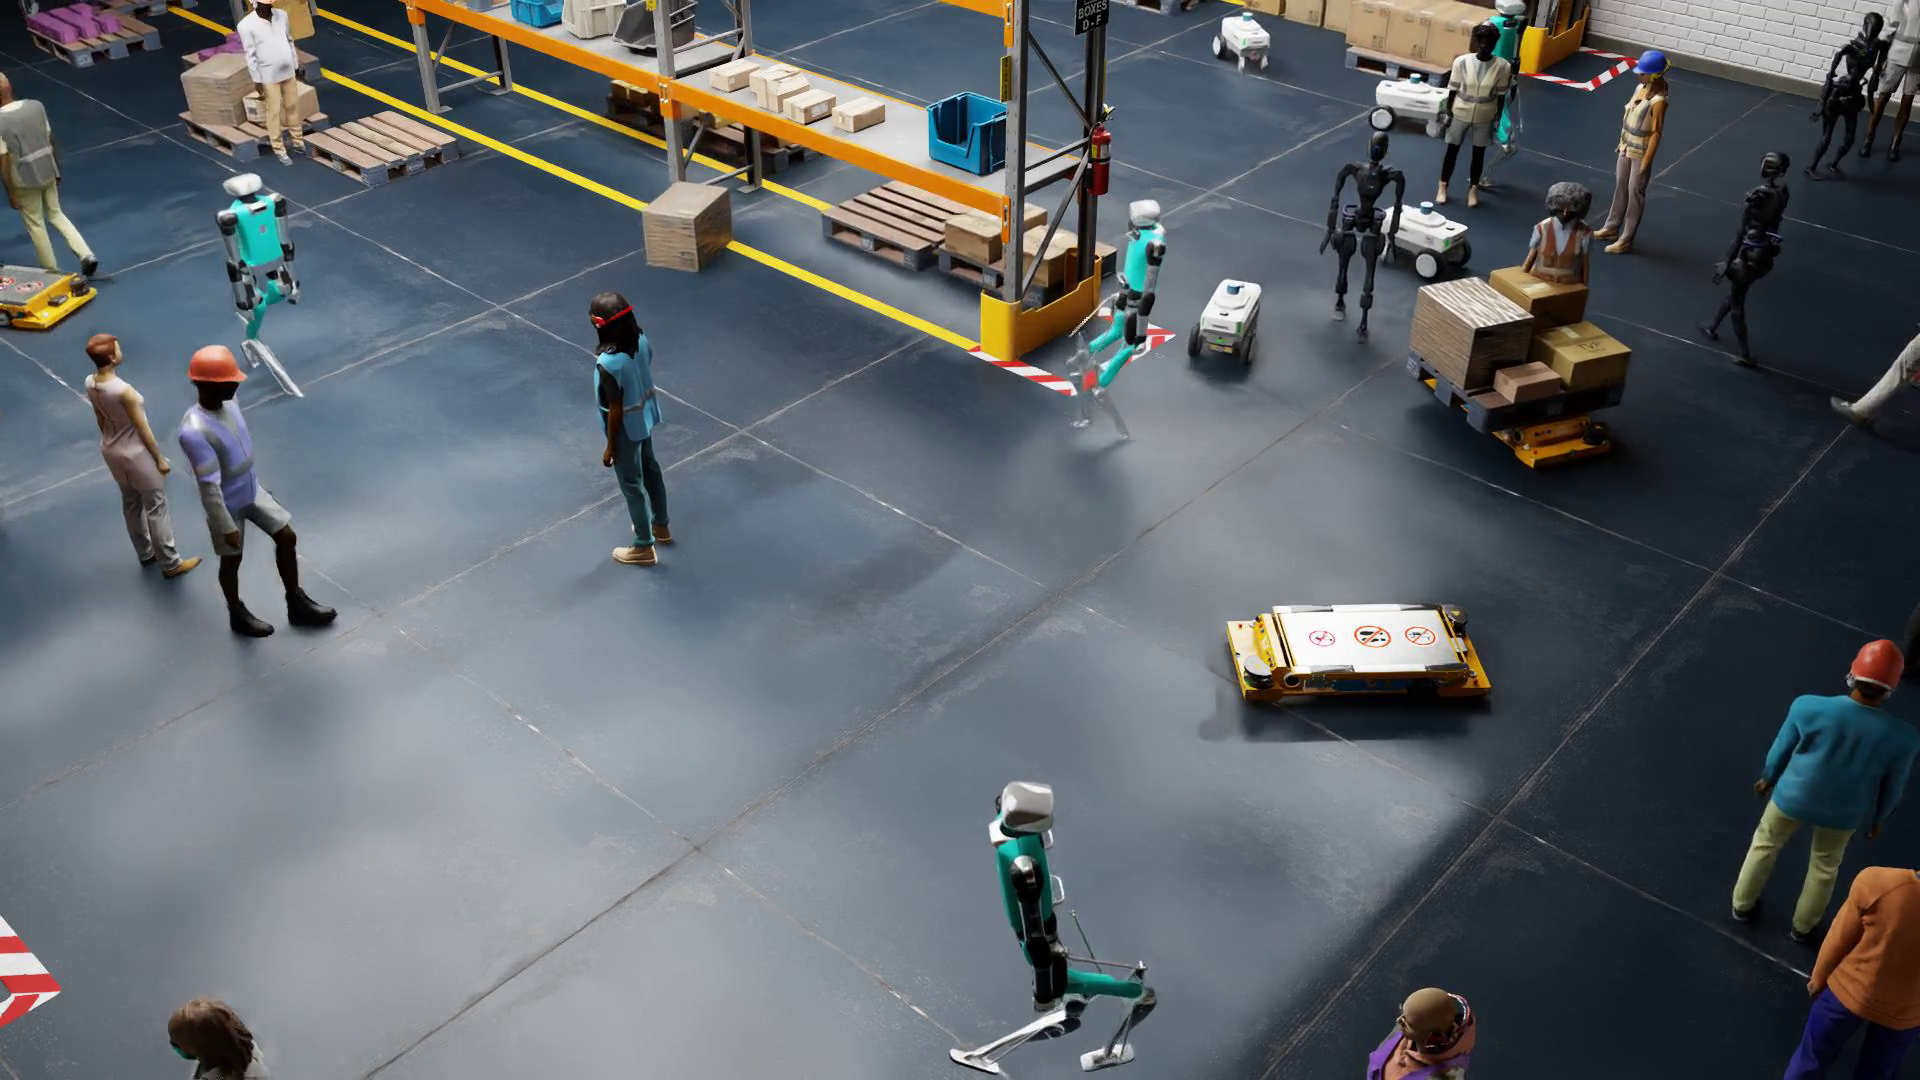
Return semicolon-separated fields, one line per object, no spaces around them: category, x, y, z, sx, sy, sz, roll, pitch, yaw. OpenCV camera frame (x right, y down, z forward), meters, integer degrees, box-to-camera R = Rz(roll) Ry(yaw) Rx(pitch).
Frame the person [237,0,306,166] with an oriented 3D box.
person;-6.583;-4.518;16.051;0.345;1.746;0.572;19;39;25

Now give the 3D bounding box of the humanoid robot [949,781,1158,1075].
humanoid robot;0.475;1.707;7.042;1.047;1.730;0.549;-4;35;-6

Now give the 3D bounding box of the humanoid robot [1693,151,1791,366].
humanoid robot;6.044;-2.181;12.765;0.608;1.642;0.677;-21;40;-28

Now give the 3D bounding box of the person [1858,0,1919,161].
person;9.158;-4.633;16.070;0.546;1.926;0.388;13;37;18

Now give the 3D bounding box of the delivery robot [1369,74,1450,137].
delivery robot;4.600;-4.470;17.040;0.788;0.601;0.499;14;37;20

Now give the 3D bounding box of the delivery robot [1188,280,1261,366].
delivery robot;2.126;-1.749;13.088;0.499;0.590;0.793;13;37;17

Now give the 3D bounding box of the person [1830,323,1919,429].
person;6.847;-1.504;11.604;1.013;1.840;0.564;25;42;32

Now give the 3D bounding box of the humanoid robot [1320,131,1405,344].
humanoid robot;3.161;-2.417;13.085;0.600;1.631;0.609;6;35;9

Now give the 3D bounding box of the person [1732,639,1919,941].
person;4.054;1.190;7.791;0.580;1.744;0.374;13;37;19

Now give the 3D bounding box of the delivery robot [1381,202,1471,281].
delivery robot;4.006;-2.594;14.333;0.518;0.613;0.785;-28;43;-34

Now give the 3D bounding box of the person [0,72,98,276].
person;-7.641;-2.985;13.773;0.611;1.819;0.602;14;37;19

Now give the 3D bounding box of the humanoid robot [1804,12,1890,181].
humanoid robot;8.314;-4.157;15.600;0.615;1.630;0.414;-7;35;-9

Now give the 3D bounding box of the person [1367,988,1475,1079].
person;1.672;2.280;6.252;0.342;1.693;0.492;-3;35;-5

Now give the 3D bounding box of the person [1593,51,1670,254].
person;5.807;-3.334;14.317;0.332;1.770;0.470;-4;35;-6

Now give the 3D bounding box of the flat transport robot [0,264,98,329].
flat transport robot;-7.983;-2.032;13.754;1.431;0.231;0.659;8;35;11

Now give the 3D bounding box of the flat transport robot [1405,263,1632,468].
flat transport robot;4.073;-1.008;12.270;0.659;0.231;1.431;-12;36;-17

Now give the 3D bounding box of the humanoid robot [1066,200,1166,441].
humanoid robot;1.025;-1.522;11.740;0.776;1.775;0.537;-7;35;-9

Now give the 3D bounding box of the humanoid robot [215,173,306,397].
humanoid robot;-5.320;-1.930;12.336;0.957;1.772;0.543;22;40;29

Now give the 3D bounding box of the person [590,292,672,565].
person;-2.058;-0.687;10.399;0.370;1.864;0.541;10;36;14

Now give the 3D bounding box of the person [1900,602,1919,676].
person;5.704;0.081;9.305;0.342;1.846;0.510;-14;37;-19

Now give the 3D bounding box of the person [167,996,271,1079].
person;-2.643;2.307;6.277;0.891;1.612;0.481;-21;40;-28

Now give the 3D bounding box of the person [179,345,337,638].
person;-4.154;-0.230;9.708;0.758;1.900;0.619;6;35;9

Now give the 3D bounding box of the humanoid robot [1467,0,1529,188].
humanoid robot;5.059;-4.057;15.379;0.540;1.780;0.695;-17;38;-23

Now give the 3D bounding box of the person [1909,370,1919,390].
person;7.443;-1.922;12.276;0.310;1.768;0.528;21;40;28

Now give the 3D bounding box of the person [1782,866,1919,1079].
person;3.705;1.815;6.688;0.515;1.973;0.407;17;38;23

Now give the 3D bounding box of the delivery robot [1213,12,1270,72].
delivery robot;3.202;-5.627;18.709;0.499;0.592;0.792;-8;35;-11

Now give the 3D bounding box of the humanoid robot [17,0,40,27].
humanoid robot;-10.928;-6.675;19.231;0.531;1.775;1.003;-14;37;-19

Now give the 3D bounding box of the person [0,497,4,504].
person;-6.709;-1.003;10.908;0.601;1.804;0.610;-15;37;-21

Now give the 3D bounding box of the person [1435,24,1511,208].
person;4.676;-3.862;15.154;0.534;1.693;0.320;8;36;12

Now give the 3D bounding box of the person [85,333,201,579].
person;-5.135;-0.518;10.342;0.443;1.652;0.281;17;38;22

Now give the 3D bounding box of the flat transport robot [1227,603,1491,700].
flat transport robot;2.348;0.664;9.848;1.431;0.231;0.659;-1;35;-1

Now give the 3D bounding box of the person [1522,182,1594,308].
person;4.360;-1.834;12.222;0.484;1.677;0.334;12;36;16
